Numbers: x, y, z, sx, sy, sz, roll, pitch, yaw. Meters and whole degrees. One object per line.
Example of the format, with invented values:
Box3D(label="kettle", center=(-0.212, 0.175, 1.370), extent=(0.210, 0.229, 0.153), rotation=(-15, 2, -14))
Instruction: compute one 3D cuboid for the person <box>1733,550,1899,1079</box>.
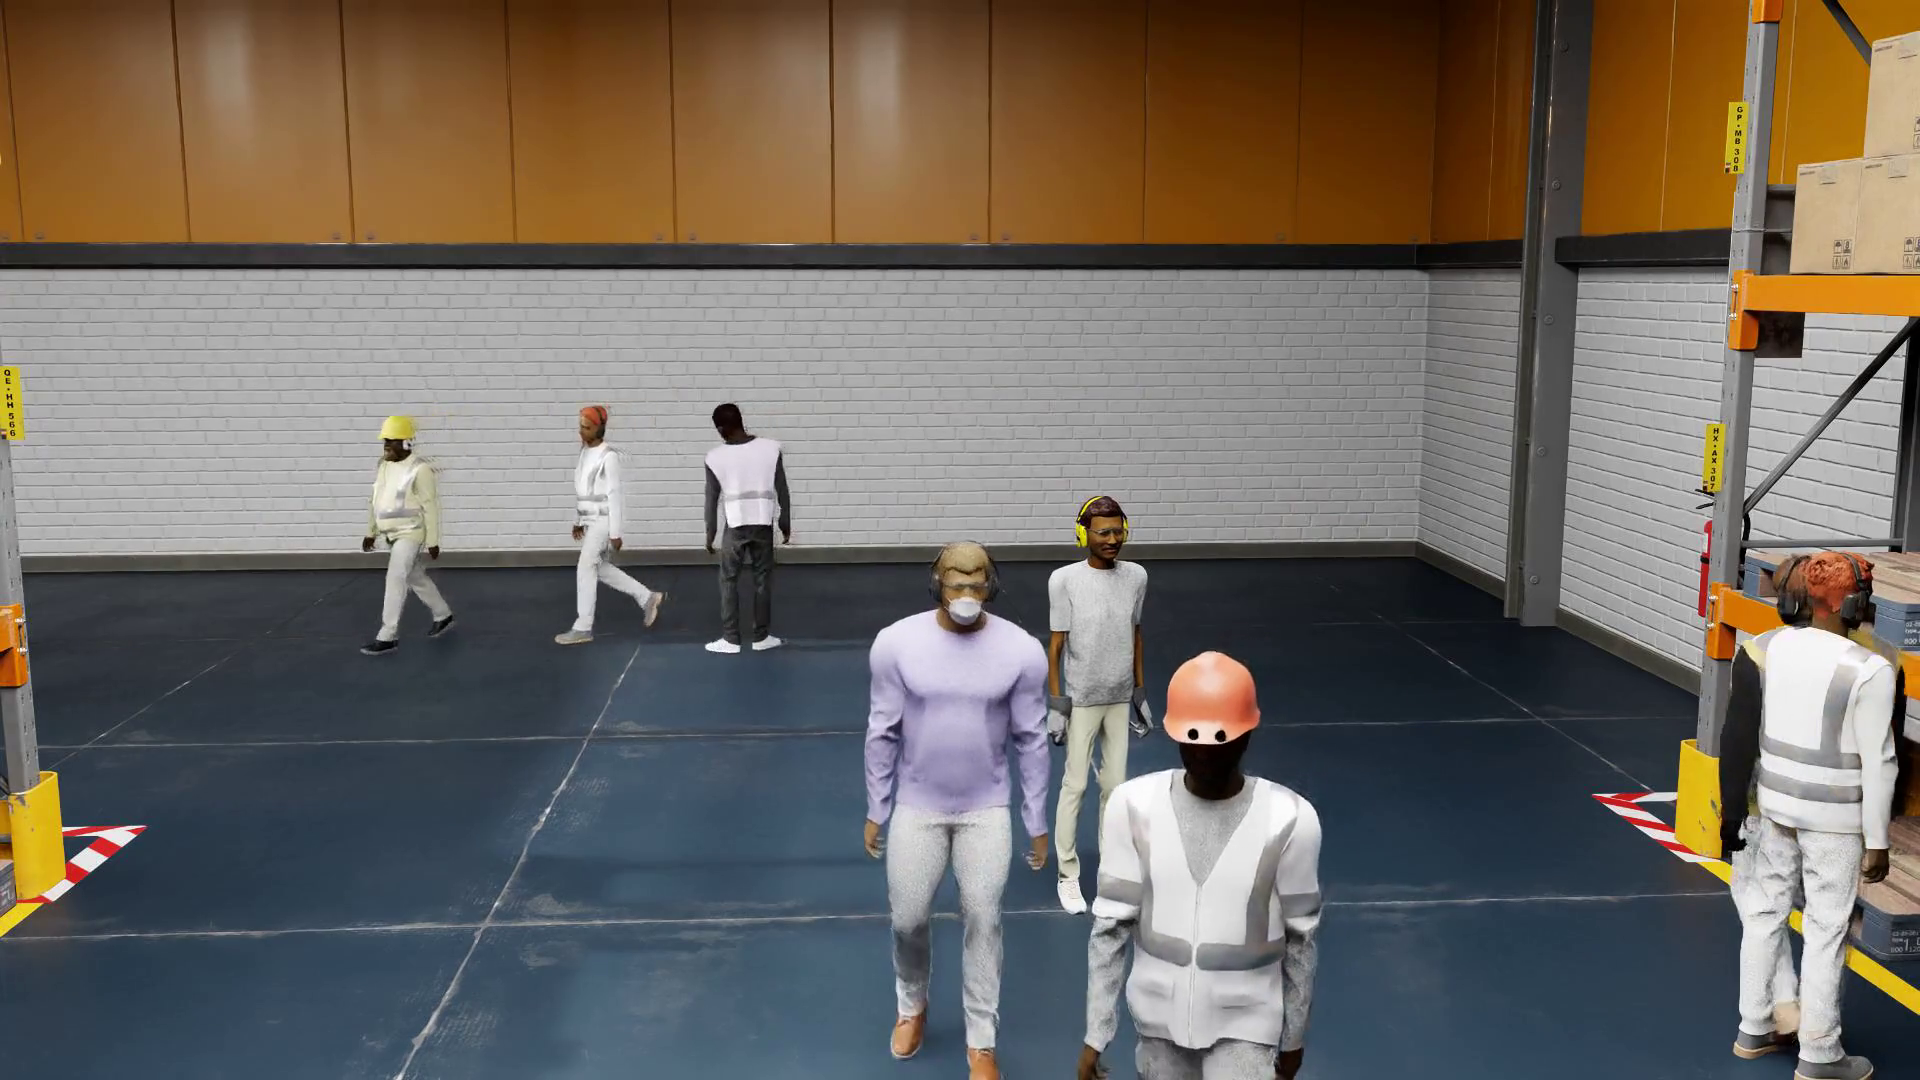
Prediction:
Box3D(label="person", center=(3.006, 0.970, 5.862), extent=(0.337, 1.881, 0.583), rotation=(-4, 10, -24))

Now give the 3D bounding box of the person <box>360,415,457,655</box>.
Box3D(label="person", center=(-4.227, -0.071, 12.714), extent=(0.590, 1.791, 0.932), rotation=(7, 12, 39))

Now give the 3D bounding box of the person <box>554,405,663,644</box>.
Box3D(label="person", center=(-2.728, -0.131, 12.877), extent=(0.818, 1.854, 0.590), rotation=(-5, 10, -28))

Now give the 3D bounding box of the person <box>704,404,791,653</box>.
Box3D(label="person", center=(-1.604, -0.078, 12.466), extent=(0.695, 1.881, 0.366), rotation=(-3, 9, -16))

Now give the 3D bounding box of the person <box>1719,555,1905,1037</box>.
Box3D(label="person", center=(3.086, 0.964, 6.090), extent=(0.667, 1.823, 0.436), rotation=(0, 9, -1))

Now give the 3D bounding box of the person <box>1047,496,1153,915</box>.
Box3D(label="person", center=(0.630, 0.725, 7.440), extent=(0.531, 1.870, 0.318), rotation=(-4, 10, -25))

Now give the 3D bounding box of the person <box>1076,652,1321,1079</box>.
Box3D(label="person", center=(0.586, 1.227, 4.145), extent=(0.554, 1.914, 0.665), rotation=(4, 10, 21))

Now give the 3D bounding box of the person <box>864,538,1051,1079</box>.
Box3D(label="person", center=(-0.009, 0.946, 5.854), extent=(0.651, 1.936, 0.447), rotation=(0, 9, -1))
